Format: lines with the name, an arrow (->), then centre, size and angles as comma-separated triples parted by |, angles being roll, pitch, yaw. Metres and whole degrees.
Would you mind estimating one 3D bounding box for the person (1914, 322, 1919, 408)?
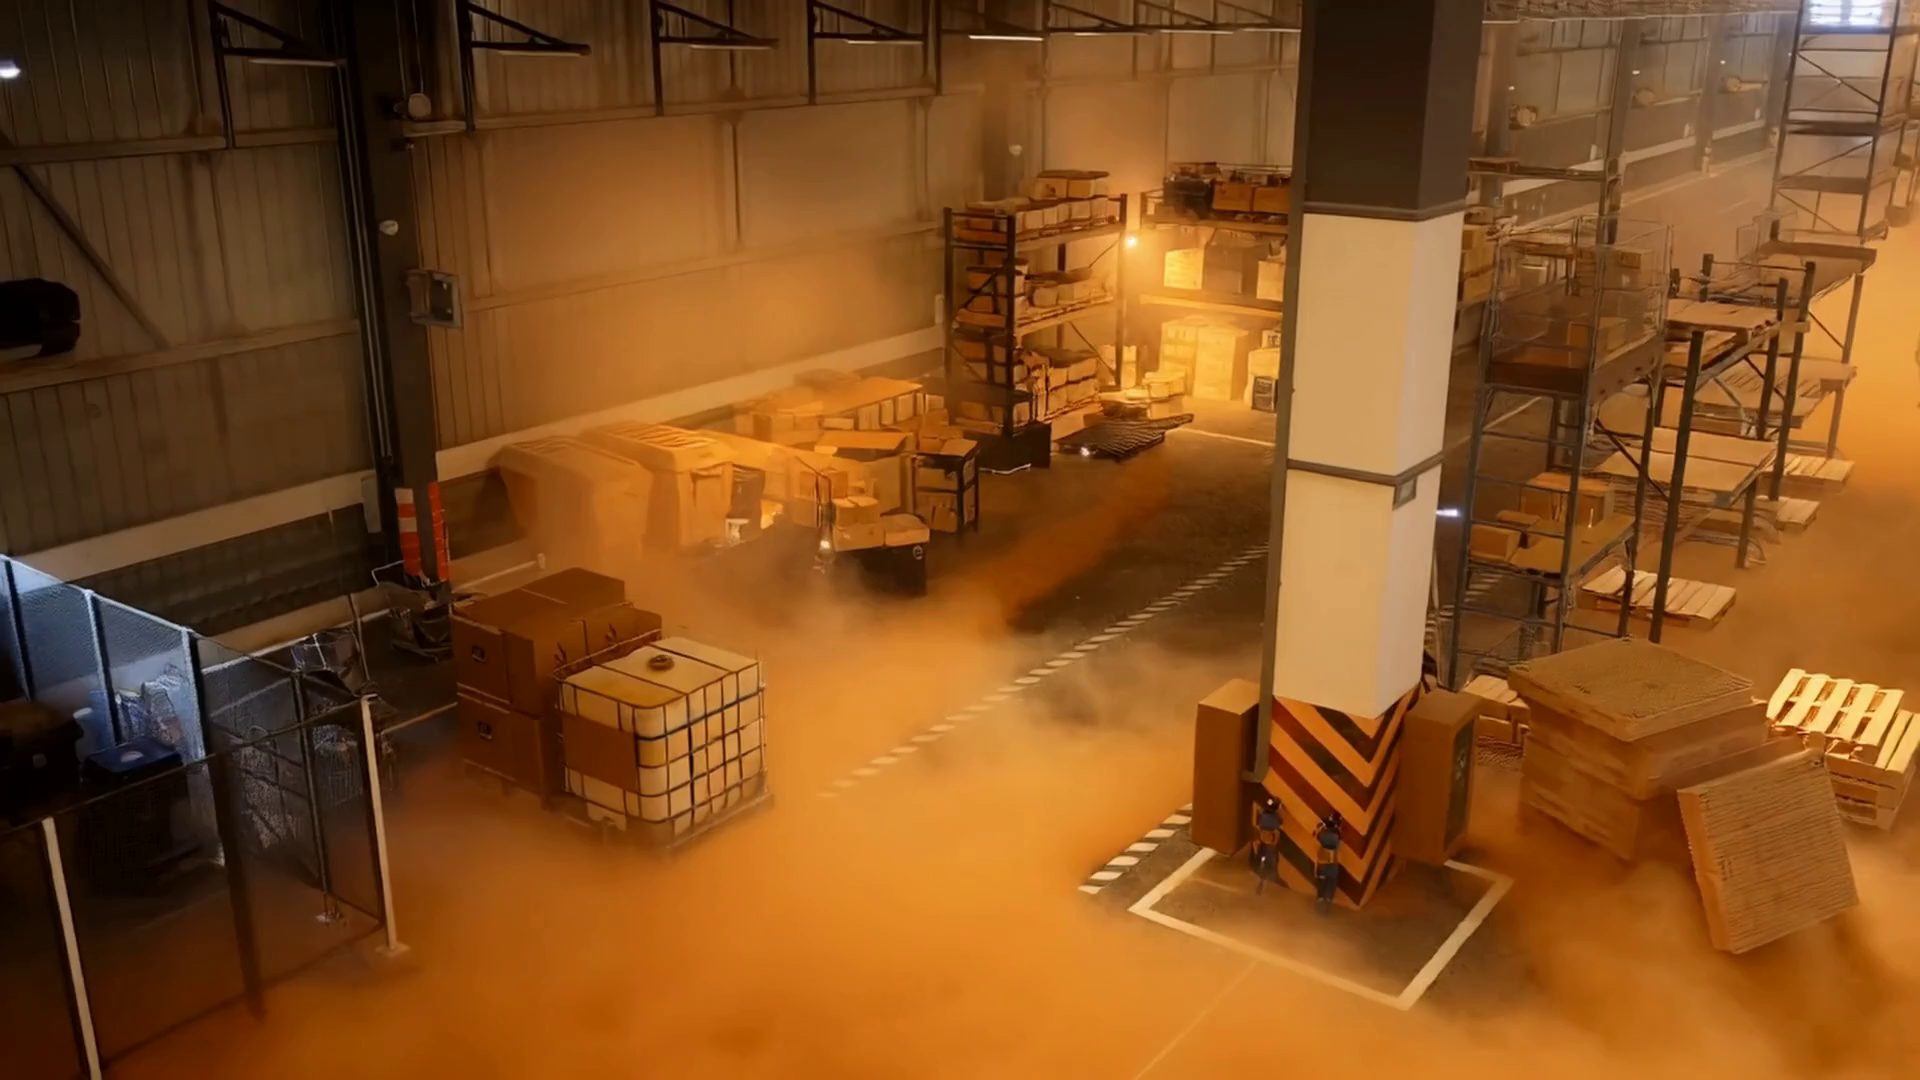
person -> 13.754, -2.686, 23.402 | 0.543, 1.905, 0.835 | 4, 19, 13
